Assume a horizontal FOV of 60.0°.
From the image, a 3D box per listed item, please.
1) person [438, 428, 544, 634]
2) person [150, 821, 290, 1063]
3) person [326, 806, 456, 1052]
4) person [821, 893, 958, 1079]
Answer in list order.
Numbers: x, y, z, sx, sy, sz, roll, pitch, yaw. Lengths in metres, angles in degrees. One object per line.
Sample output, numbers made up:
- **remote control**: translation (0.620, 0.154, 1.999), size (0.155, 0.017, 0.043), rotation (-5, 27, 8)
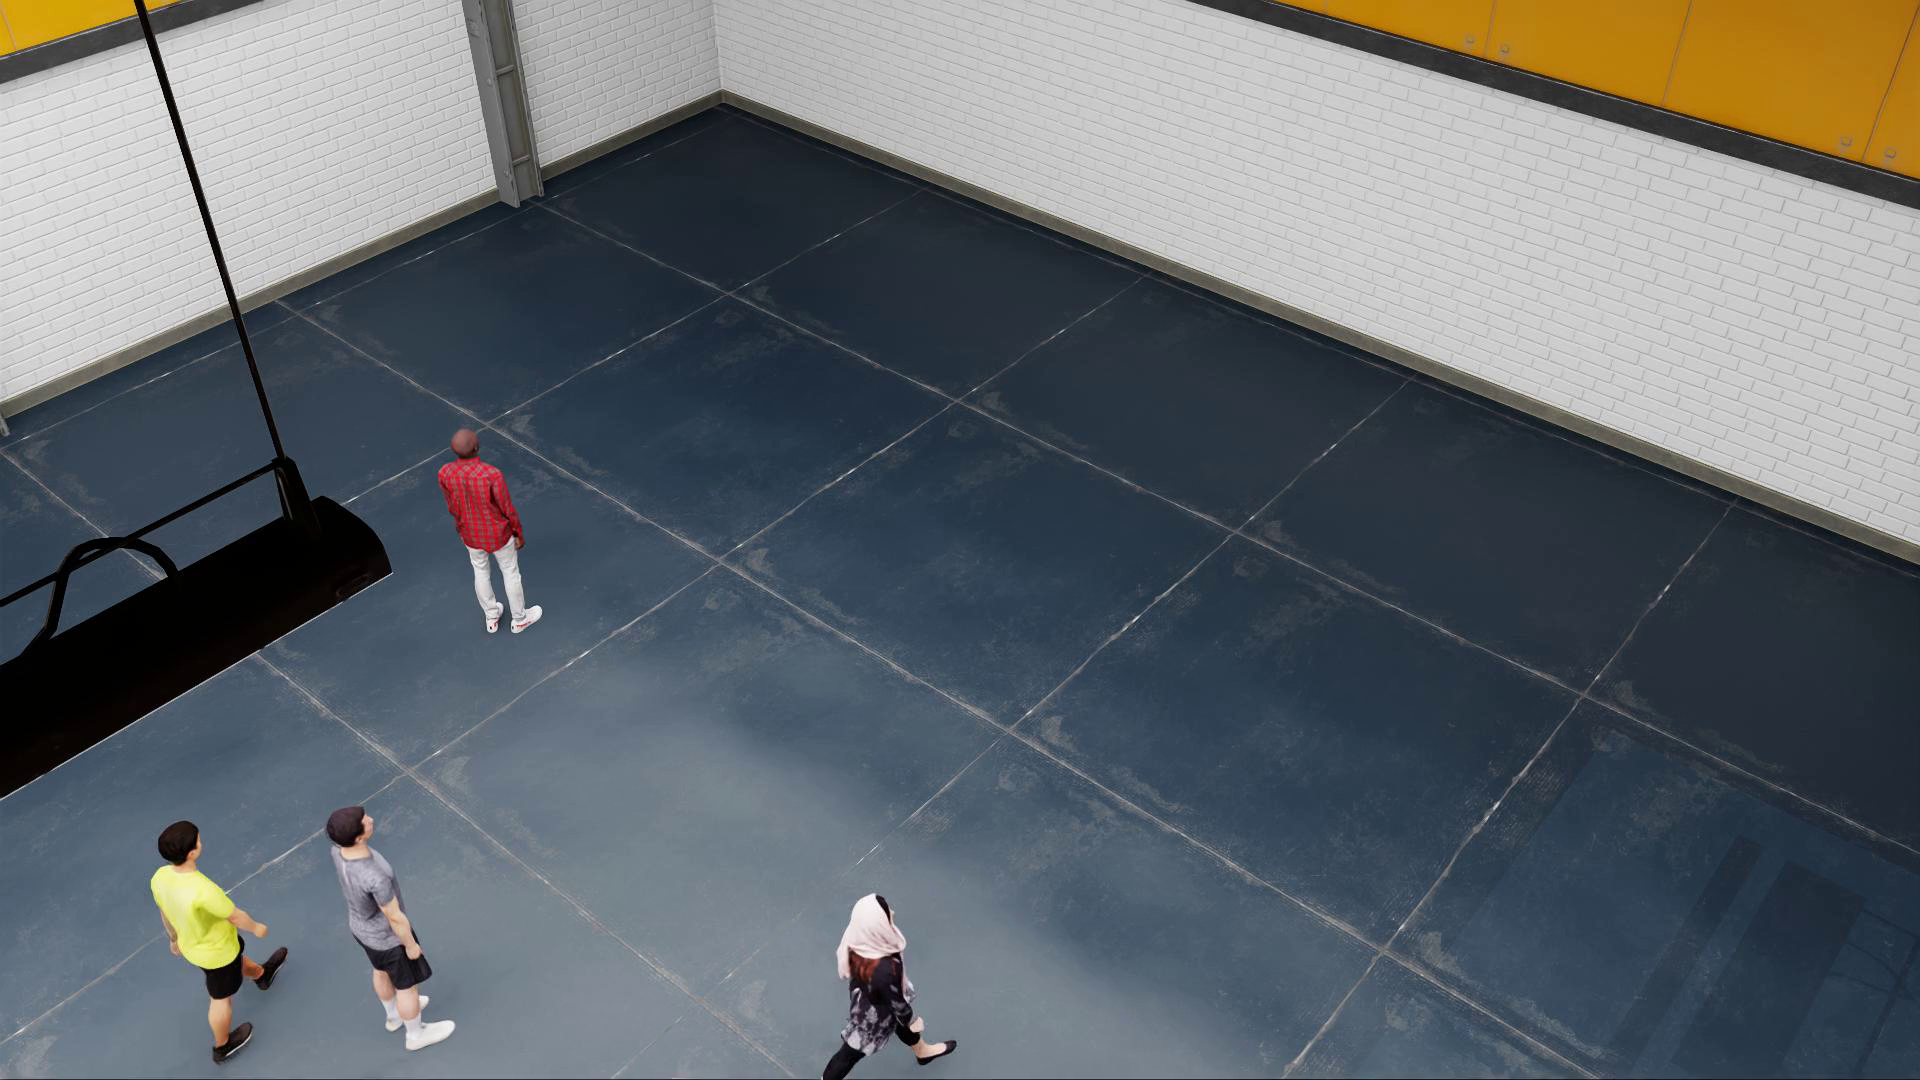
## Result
- **person**: translation (-3.480, -0.072, 12.232), size (0.755, 1.820, 0.763), rotation (6, 39, 7)
- **person**: translation (-4.276, 2.322, 9.349), size (0.742, 1.678, 1.026), rotation (19, 42, 22)
- **person**: translation (-3.274, 2.176, 9.376), size (0.666, 1.872, 0.545), rotation (31, 48, 33)
- **person**: translation (-0.545, 2.578, 9.102), size (1.228, 1.585, 1.019), rotation (-13, 40, -15)
